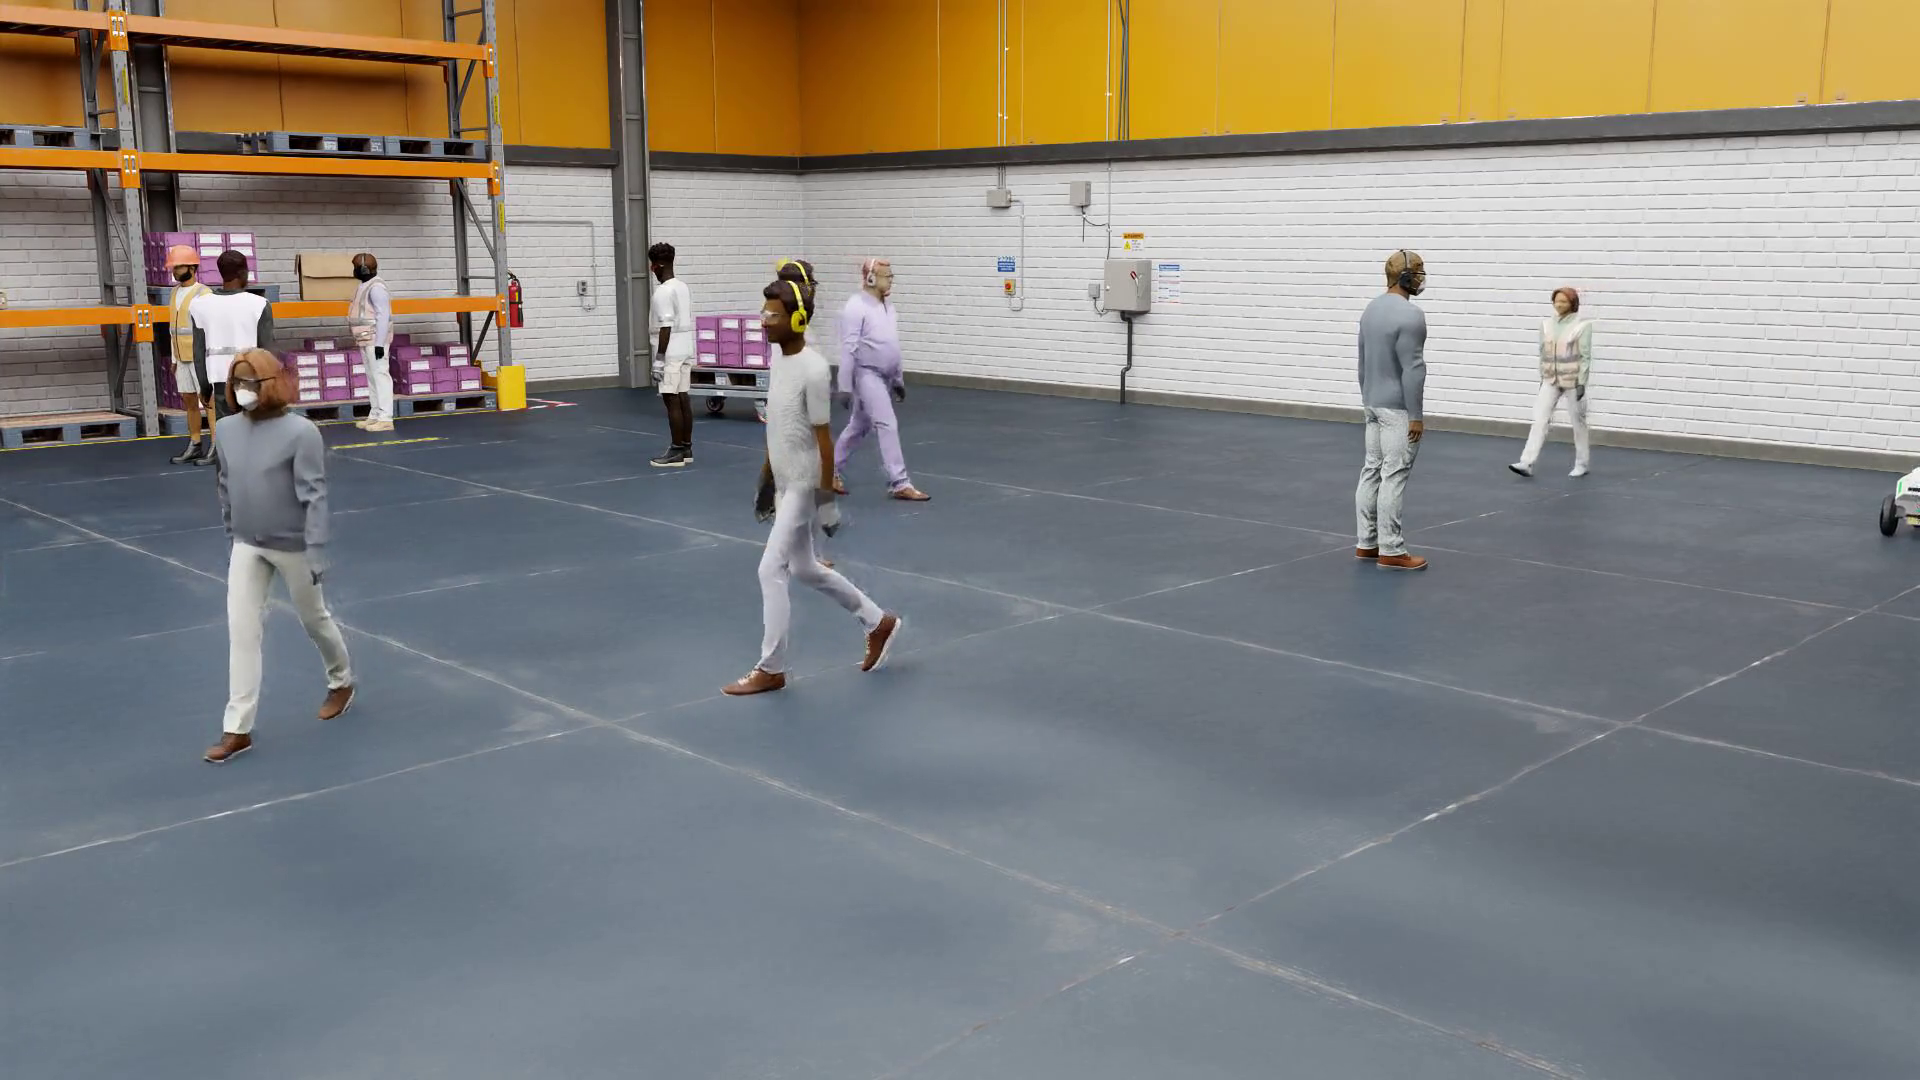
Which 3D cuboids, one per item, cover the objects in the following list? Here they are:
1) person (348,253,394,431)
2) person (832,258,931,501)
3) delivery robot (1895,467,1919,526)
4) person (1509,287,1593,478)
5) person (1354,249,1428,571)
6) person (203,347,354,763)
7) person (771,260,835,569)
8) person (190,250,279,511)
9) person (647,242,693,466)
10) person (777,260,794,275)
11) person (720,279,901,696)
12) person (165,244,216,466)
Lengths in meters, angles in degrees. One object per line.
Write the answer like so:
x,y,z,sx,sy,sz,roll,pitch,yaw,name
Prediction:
-6.113,-2.050,17.281,0.430,1.840,0.622,-7,12,-32,person
-0.705,-1.240,12.823,0.992,1.861,0.648,4,11,21,person
6.579,-0.345,11.226,0.477,0.478,0.707,9,13,40,delivery robot
4.994,-1.295,13.838,0.863,1.592,0.535,-8,13,-37,person
2.633,-0.786,10.105,0.355,1.938,0.636,-3,11,-13,person
-2.735,0.018,6.679,0.518,1.588,0.865,2,11,11,person
-0.976,-0.759,10.142,0.315,1.873,0.532,-4,11,-21,person
-5.195,-1.117,11.977,0.596,1.915,0.372,0,10,1,person
-2.550,-1.624,14.627,0.379,1.958,0.600,2,11,11,person
-2.181,-2.629,20.773,0.519,1.710,0.947,-5,12,-26,person
-0.666,-0.244,7.441,0.833,1.843,0.522,-4,11,-23,person
-6.766,-1.620,14.652,0.543,1.942,0.350,6,12,28,person
